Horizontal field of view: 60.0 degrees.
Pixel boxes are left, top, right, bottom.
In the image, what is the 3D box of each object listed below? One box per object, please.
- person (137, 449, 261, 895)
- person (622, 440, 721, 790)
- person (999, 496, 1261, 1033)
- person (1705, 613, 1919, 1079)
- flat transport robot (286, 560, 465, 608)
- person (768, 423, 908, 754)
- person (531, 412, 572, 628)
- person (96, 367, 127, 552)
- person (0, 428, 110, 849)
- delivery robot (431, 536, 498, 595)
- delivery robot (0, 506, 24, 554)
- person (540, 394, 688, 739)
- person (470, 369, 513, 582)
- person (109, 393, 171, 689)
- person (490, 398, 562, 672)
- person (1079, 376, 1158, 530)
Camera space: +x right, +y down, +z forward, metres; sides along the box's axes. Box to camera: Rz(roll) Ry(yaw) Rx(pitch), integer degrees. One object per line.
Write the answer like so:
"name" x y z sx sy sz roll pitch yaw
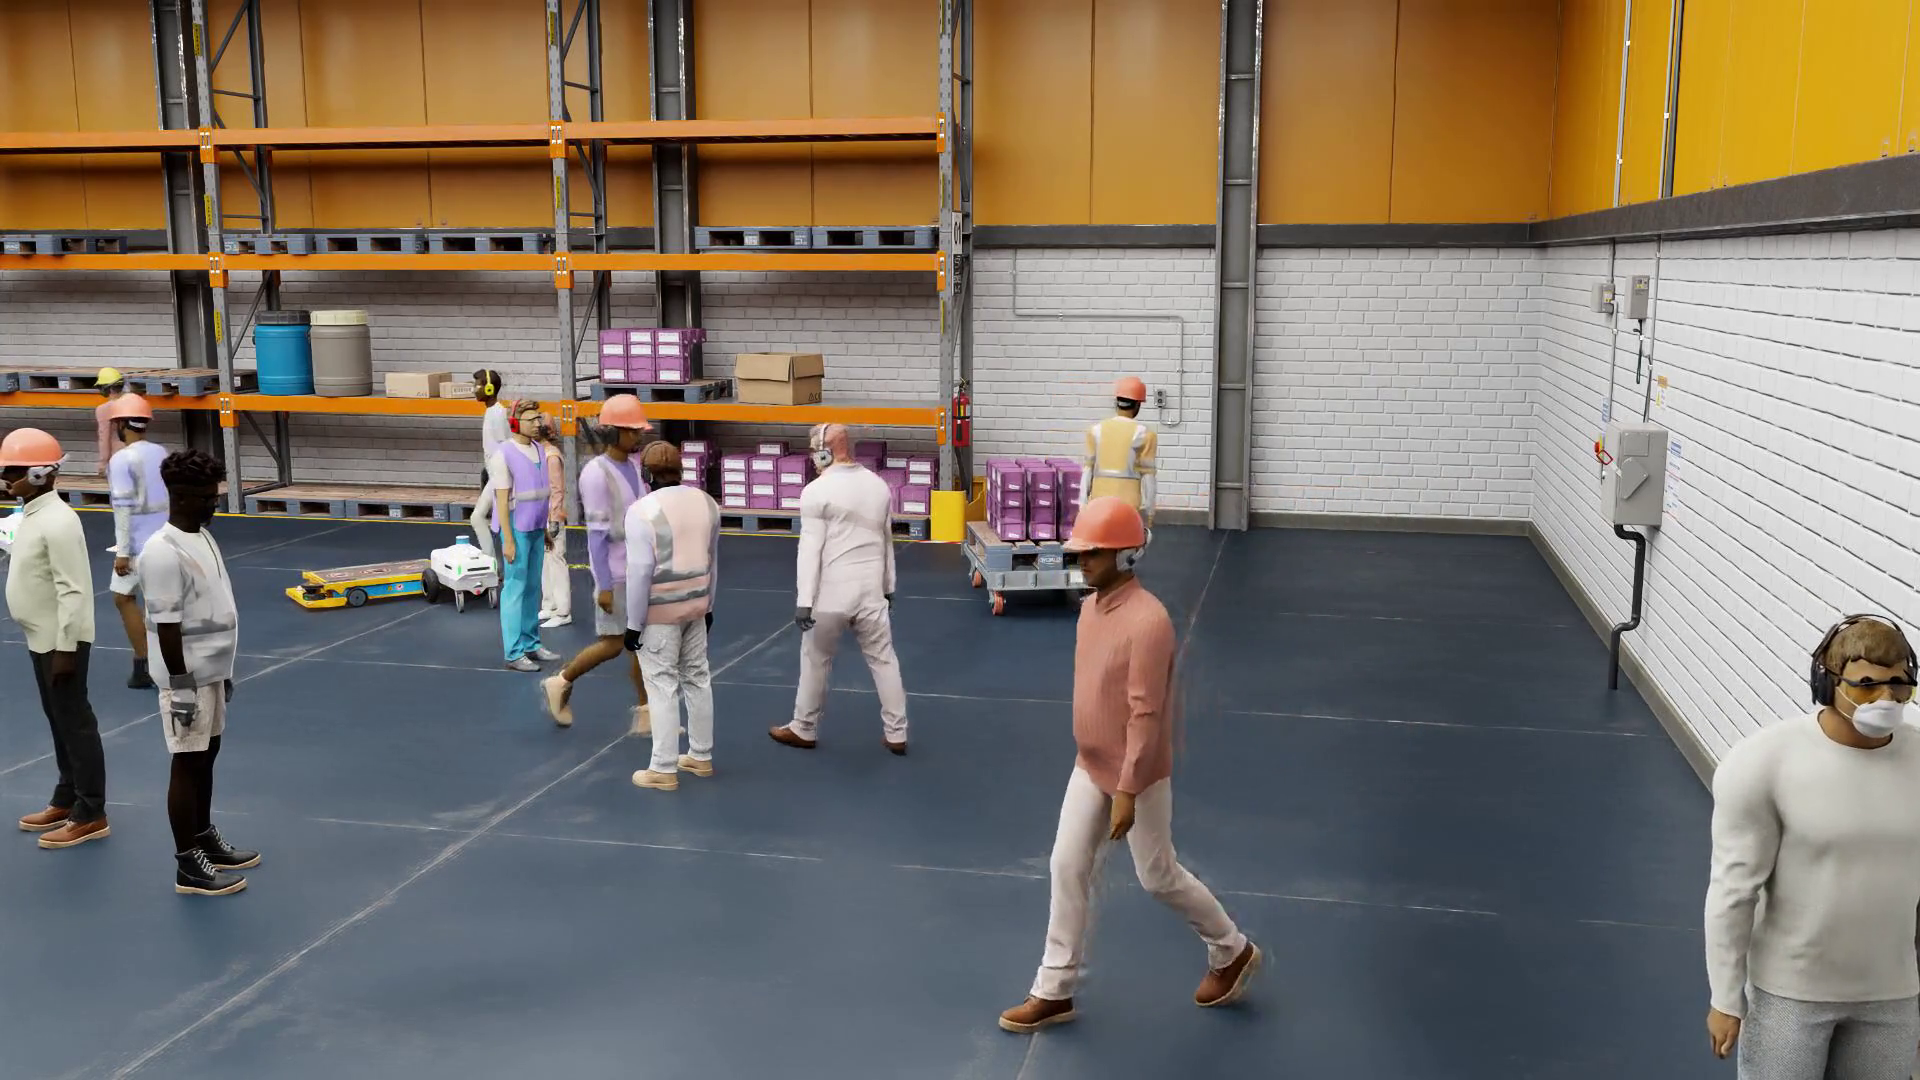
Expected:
"person" -3.370 0.573 7.350 0.368 1.961 0.603 -2 10 -9
"person" -1.542 0.392 8.783 0.429 1.839 0.634 7 12 35
"person" 0.643 0.802 6.034 0.980 1.962 0.621 -4 11 -24
"person" 2.162 1.124 4.148 0.635 1.937 0.352 -1 10 -4
"flat transport robot" -4.741 0.340 13.726 1.431 0.197 0.652 -7 12 -35
"person" -0.686 0.284 9.380 0.876 1.866 0.740 9 13 42
"person" -3.132 -0.156 12.613 0.309 1.639 0.522 -6 11 -30
"person" -8.024 -0.770 15.880 0.335 1.765 0.531 2 10 13
"person" -4.327 0.459 7.917 0.382 1.996 0.608 -8 12 -39
"delivery robot" -3.989 0.210 13.375 0.477 0.478 0.707 -7 12 -35
"delivery robot" -8.463 -0.066 15.014 0.477 0.478 0.707 -8 12 -38
"person" -2.010 0.165 9.577 0.818 2.023 0.625 3 10 17
"person" -4.052 -0.530 14.210 0.652 1.846 0.550 -3 10 -17
"person" -5.326 0.008 10.844 0.388 1.914 0.560 2 10 10
"person" -2.976 -0.042 11.325 0.388 1.847 0.564 2 10 14
"person" 1.215 -0.280 12.583 0.573 1.895 0.762 5 11 26
